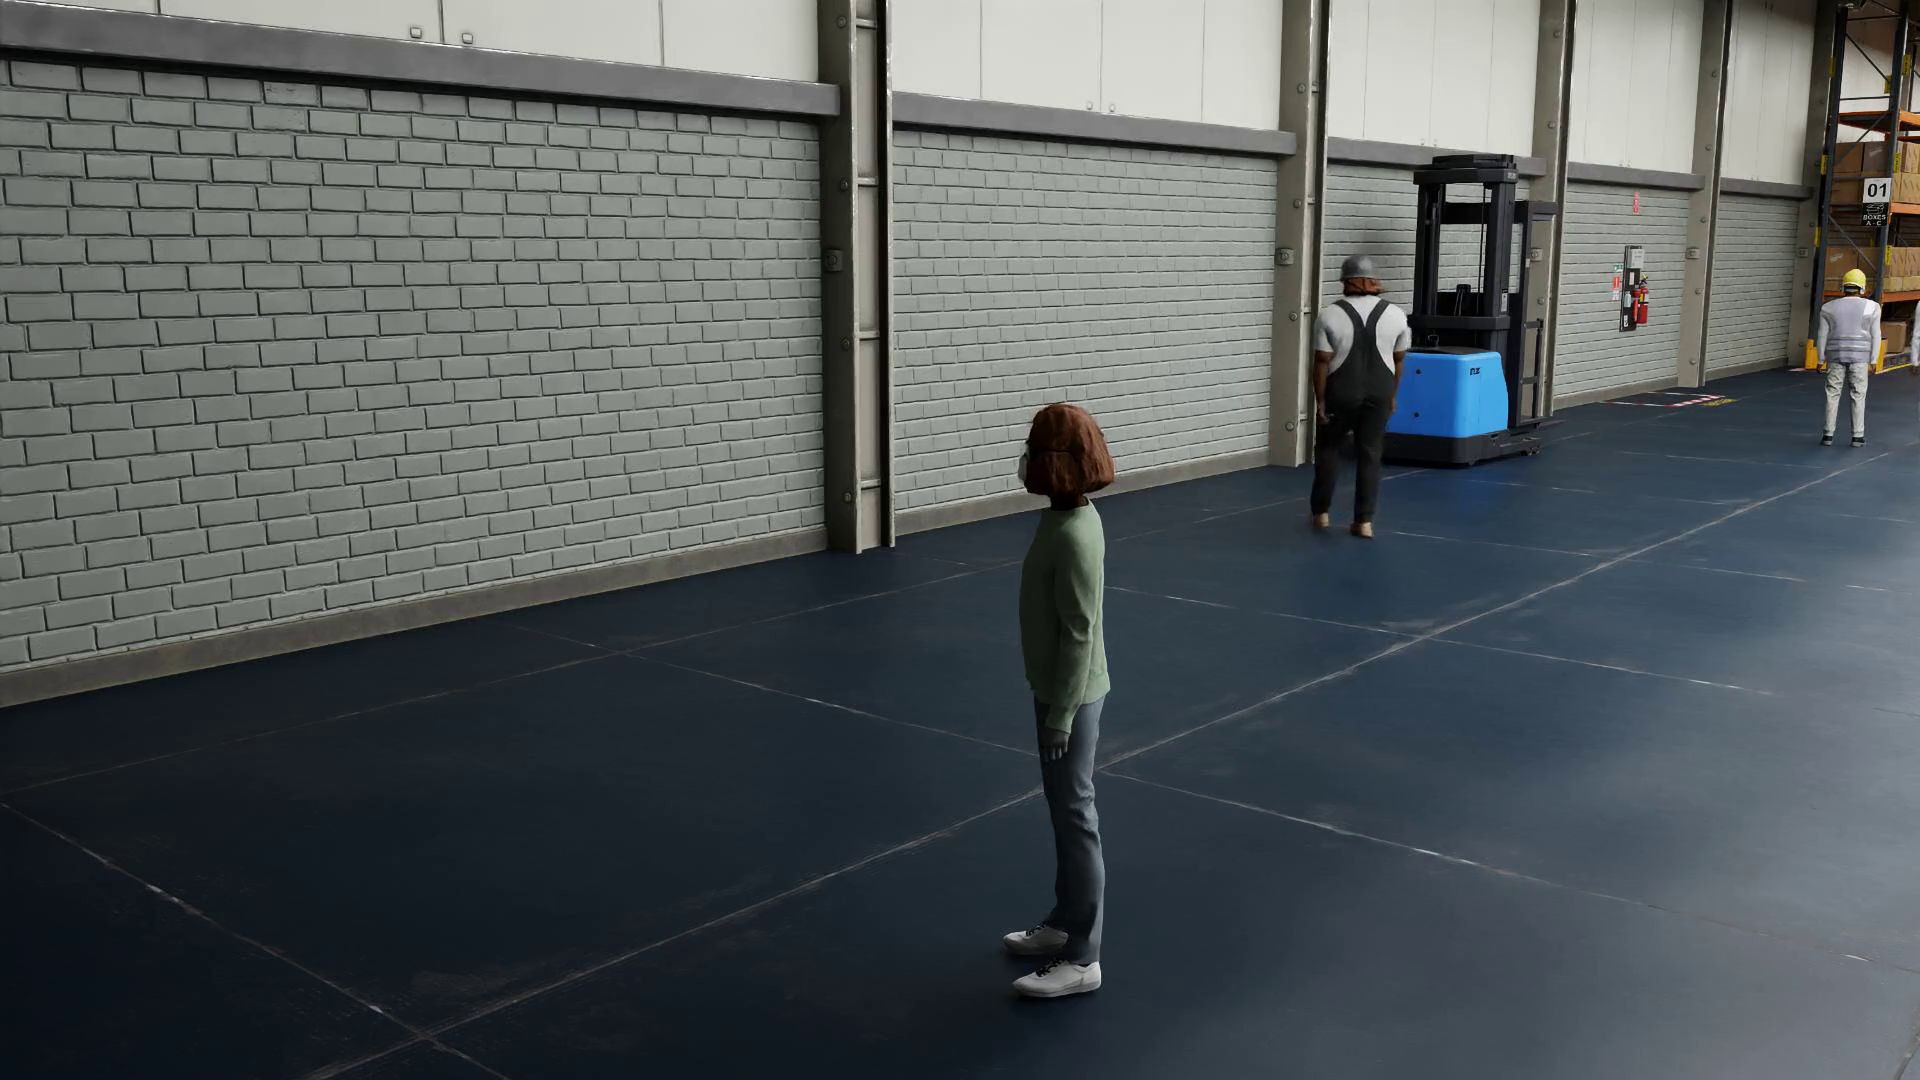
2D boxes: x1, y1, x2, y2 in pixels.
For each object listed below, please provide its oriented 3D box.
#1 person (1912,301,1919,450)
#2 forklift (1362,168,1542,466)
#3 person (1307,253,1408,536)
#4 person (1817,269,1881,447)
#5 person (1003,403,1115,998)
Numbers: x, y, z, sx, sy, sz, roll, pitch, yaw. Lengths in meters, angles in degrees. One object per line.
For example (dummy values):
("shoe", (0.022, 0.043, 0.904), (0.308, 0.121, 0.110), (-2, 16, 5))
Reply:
("person", (9.860, -1.788, 16.642), (0.600, 1.871, 0.432), (5, 11, 28))
("forklift", (4.875, -2.212, 16.287), (1.129, 2.768, 1.873), (8, 13, 40))
("person", (2.854, -1.057, 12.100), (0.693, 2.000, 0.728), (0, 10, 0))
("person", (9.286, -1.905, 17.394), (0.586, 1.835, 0.404), (6, 12, 32))
("person", (0.275, 0.437, 4.621), (0.286, 1.636, 0.499), (0, 10, -2))
